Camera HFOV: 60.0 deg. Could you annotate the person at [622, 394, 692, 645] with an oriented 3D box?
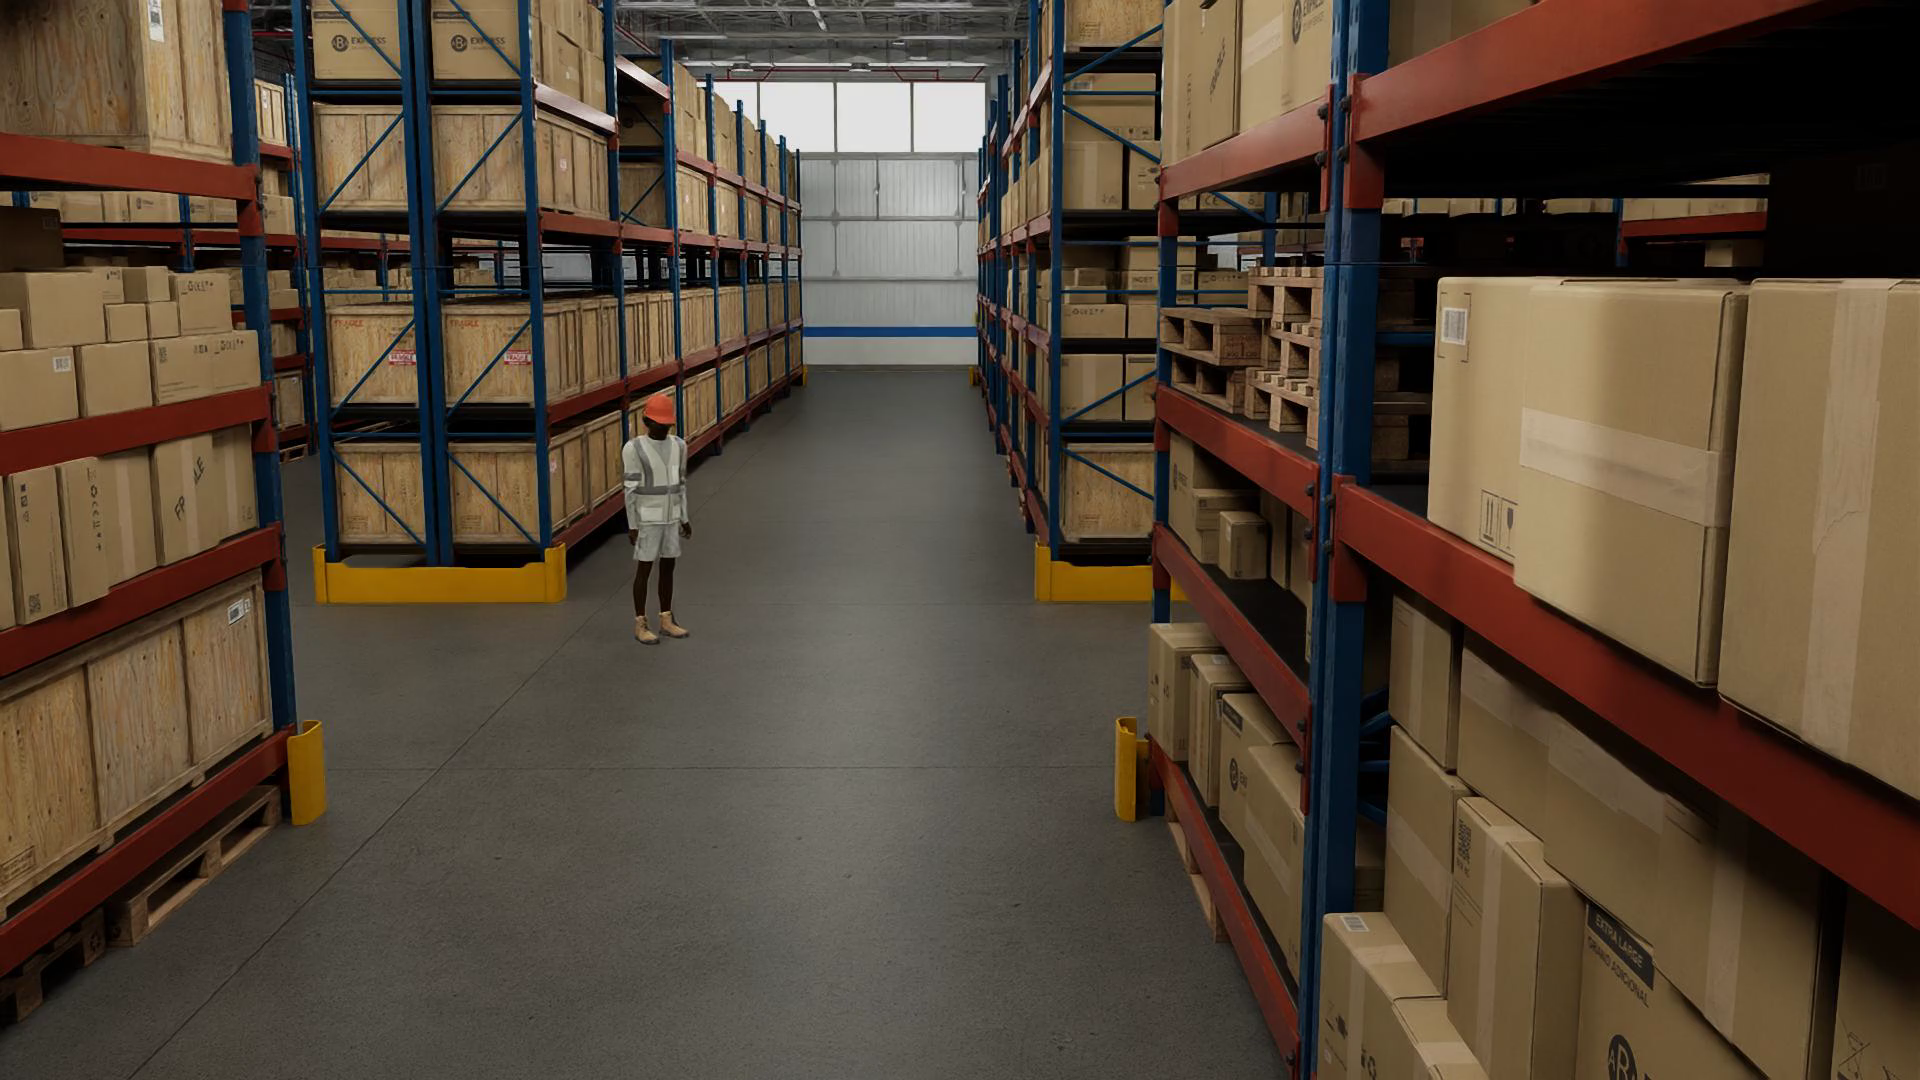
[{"bbox_3d":[-2.429,-0.173,13.520,0.410,2.030,0.609,9,13,43],"label":"person"}]
